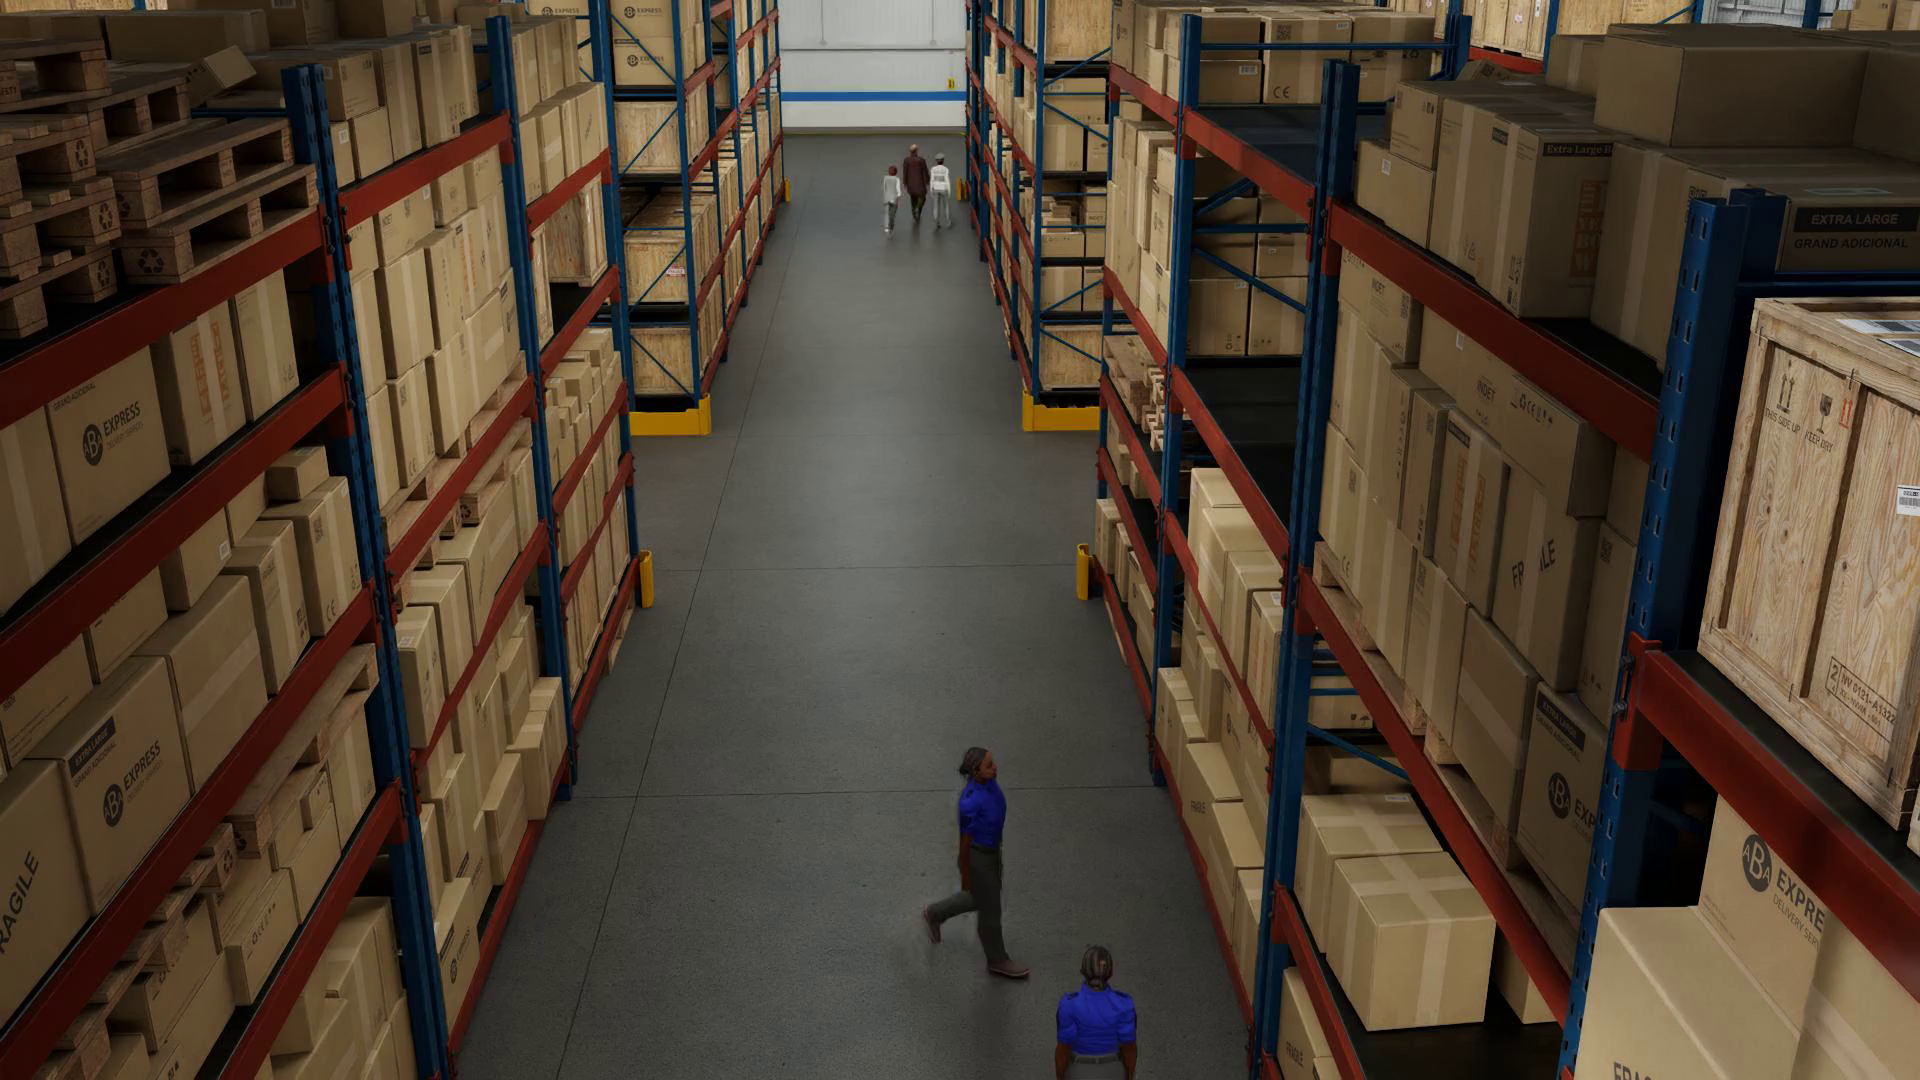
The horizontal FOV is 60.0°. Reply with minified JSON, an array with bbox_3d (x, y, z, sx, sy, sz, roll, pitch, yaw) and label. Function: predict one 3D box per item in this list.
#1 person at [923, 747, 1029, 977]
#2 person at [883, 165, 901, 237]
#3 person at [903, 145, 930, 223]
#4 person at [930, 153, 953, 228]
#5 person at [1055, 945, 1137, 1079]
[{"bbox_3d":[0.104,2.097,11.036,0.783,1.635,0.453,6,21,16],"label":"person"},{"bbox_3d":[-1.518,-7.544,37.003,0.408,1.553,0.928,1,21,3],"label":"person"},{"bbox_3d":[-1.024,-8.297,38.716,0.637,1.763,0.853,5,21,12],"label":"person"},{"bbox_3d":[-0.421,-8.002,38.039,0.503,1.678,0.697,4,21,12],"label":"person"},{"bbox_3d":[0.714,2.872,8.948,0.439,1.661,0.364,-2,21,-4],"label":"person"}]
